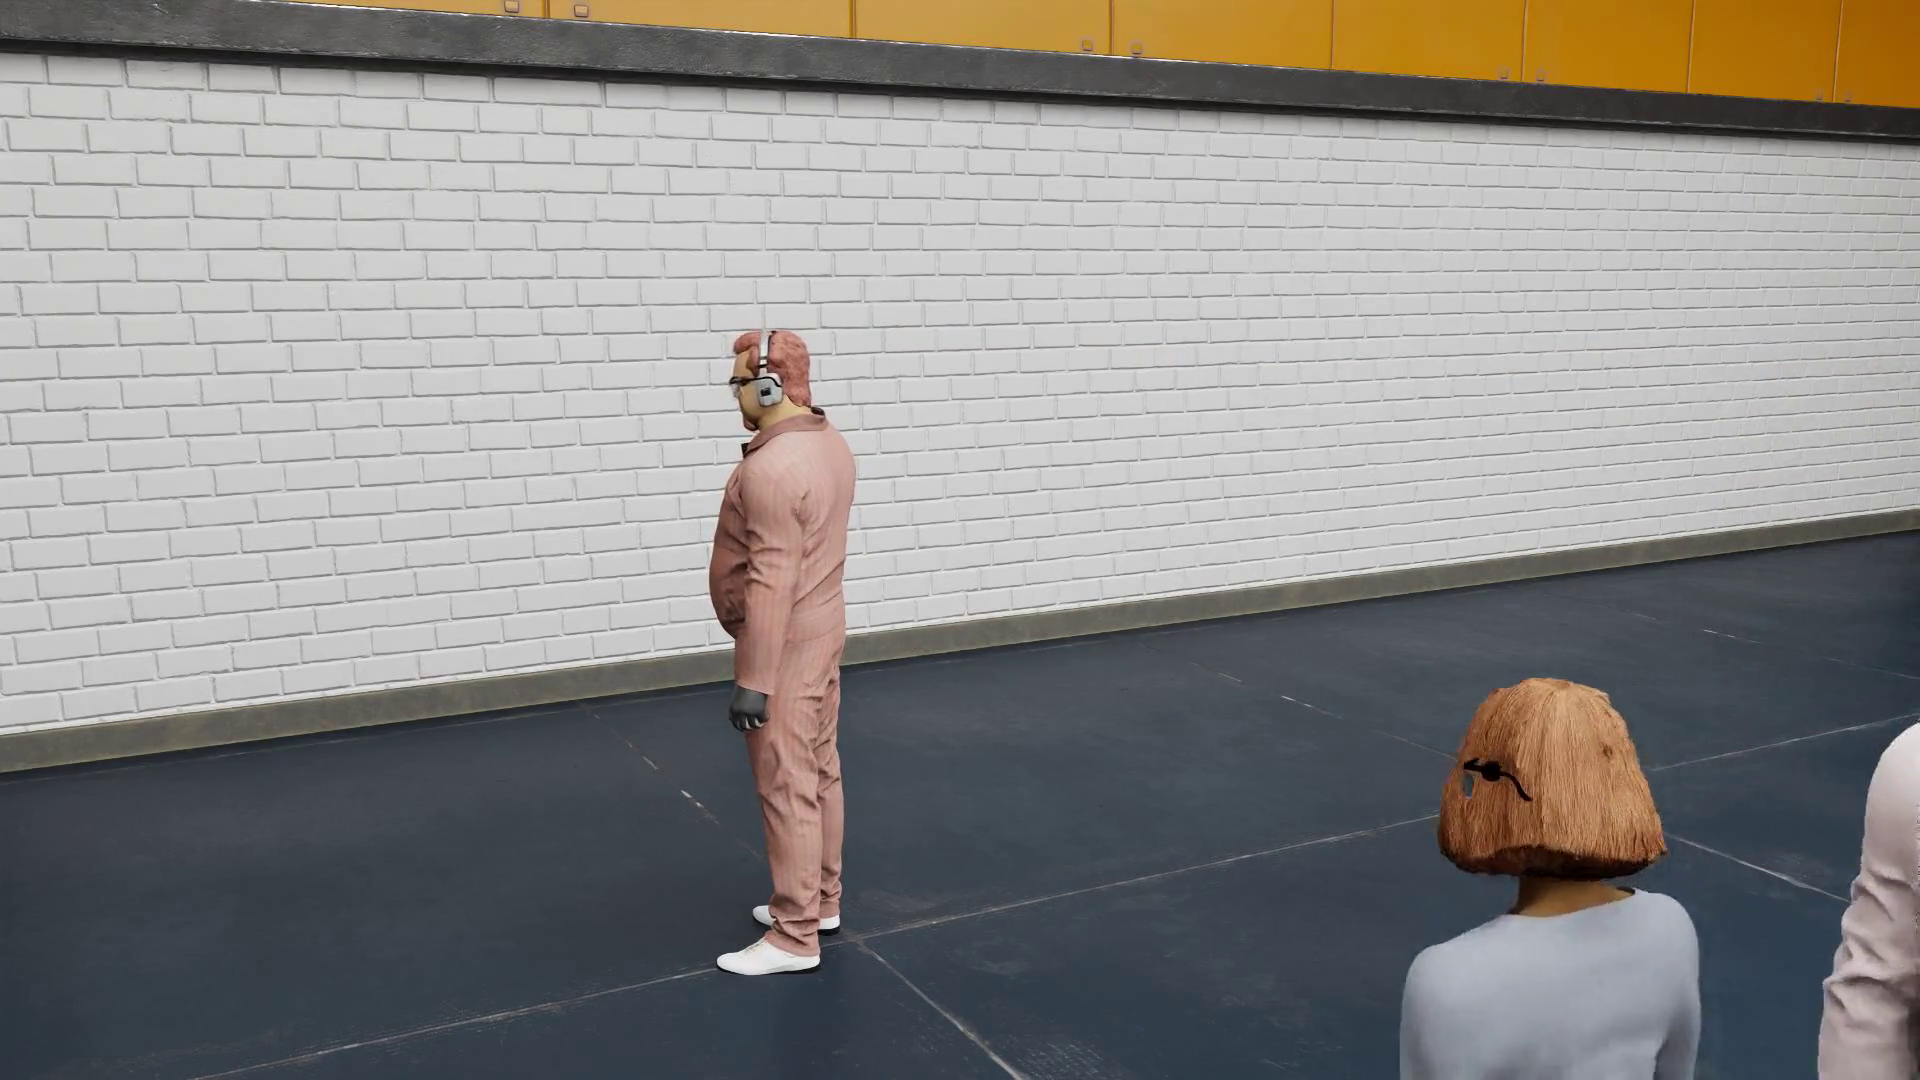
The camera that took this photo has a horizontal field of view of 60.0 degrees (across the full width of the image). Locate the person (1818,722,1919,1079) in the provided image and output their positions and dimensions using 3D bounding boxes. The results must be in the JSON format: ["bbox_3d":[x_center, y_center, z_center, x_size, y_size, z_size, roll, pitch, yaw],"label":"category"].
[{"bbox_3d":[1.396,0.876,2.023,0.875,1.834,0.674,-6,11,-30],"label":"person"}]

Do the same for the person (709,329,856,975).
[{"bbox_3d":[-0.535,0.331,4.934,0.410,1.906,0.642,2,10,11],"label":"person"}]

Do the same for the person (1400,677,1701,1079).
[{"bbox_3d":[0.742,0.976,2.065,0.519,1.600,0.657,-6,12,-33],"label":"person"}]
